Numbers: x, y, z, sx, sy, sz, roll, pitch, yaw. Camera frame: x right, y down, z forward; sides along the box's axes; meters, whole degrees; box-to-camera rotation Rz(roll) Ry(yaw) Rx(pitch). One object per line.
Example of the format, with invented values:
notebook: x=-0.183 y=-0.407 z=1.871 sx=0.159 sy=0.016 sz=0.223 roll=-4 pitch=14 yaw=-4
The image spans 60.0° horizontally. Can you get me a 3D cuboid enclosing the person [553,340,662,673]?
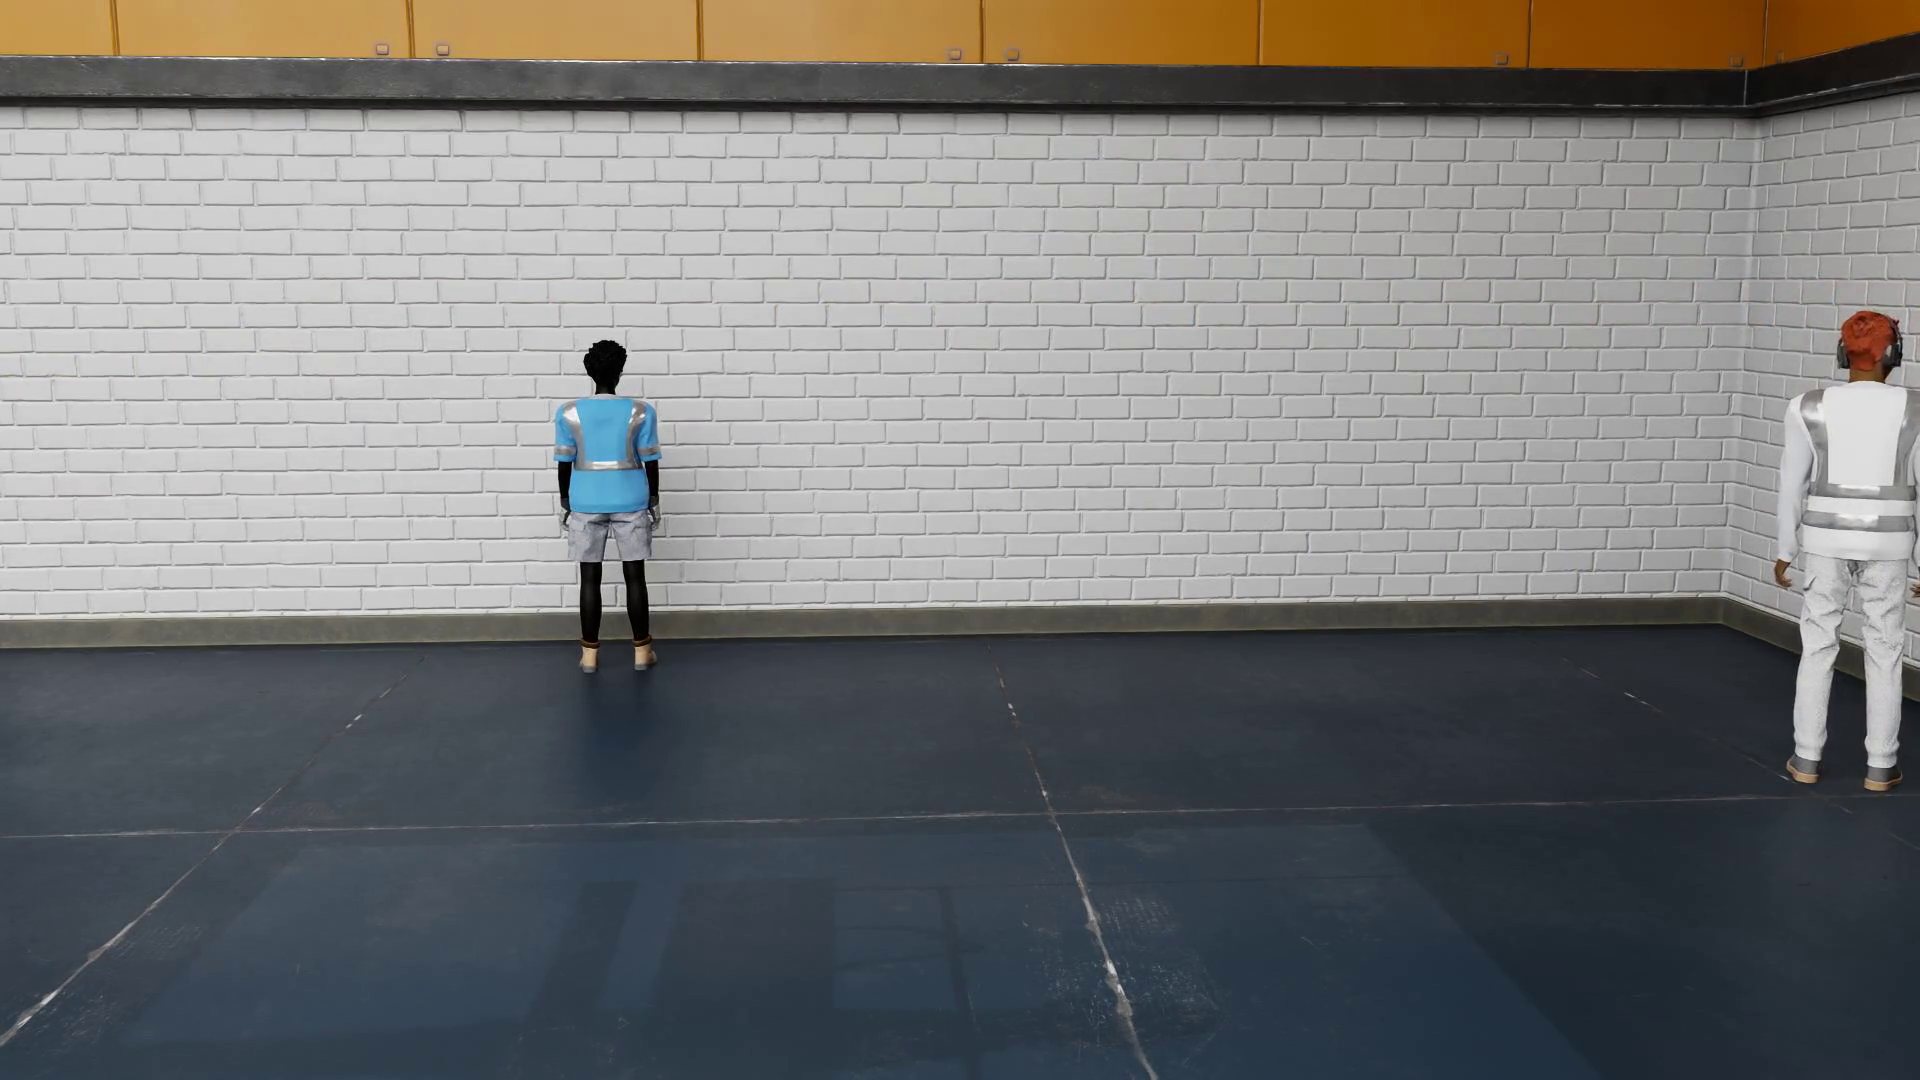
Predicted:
person: x=-1.786 y=-0.167 z=8.486 sx=0.542 sy=1.695 sz=0.316 roll=-1 pitch=9 yaw=-9

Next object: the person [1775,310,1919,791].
person: x=3.535 y=0.045 z=6.564 sx=0.573 sy=1.885 sz=0.356 roll=5 pitch=10 yaw=29
